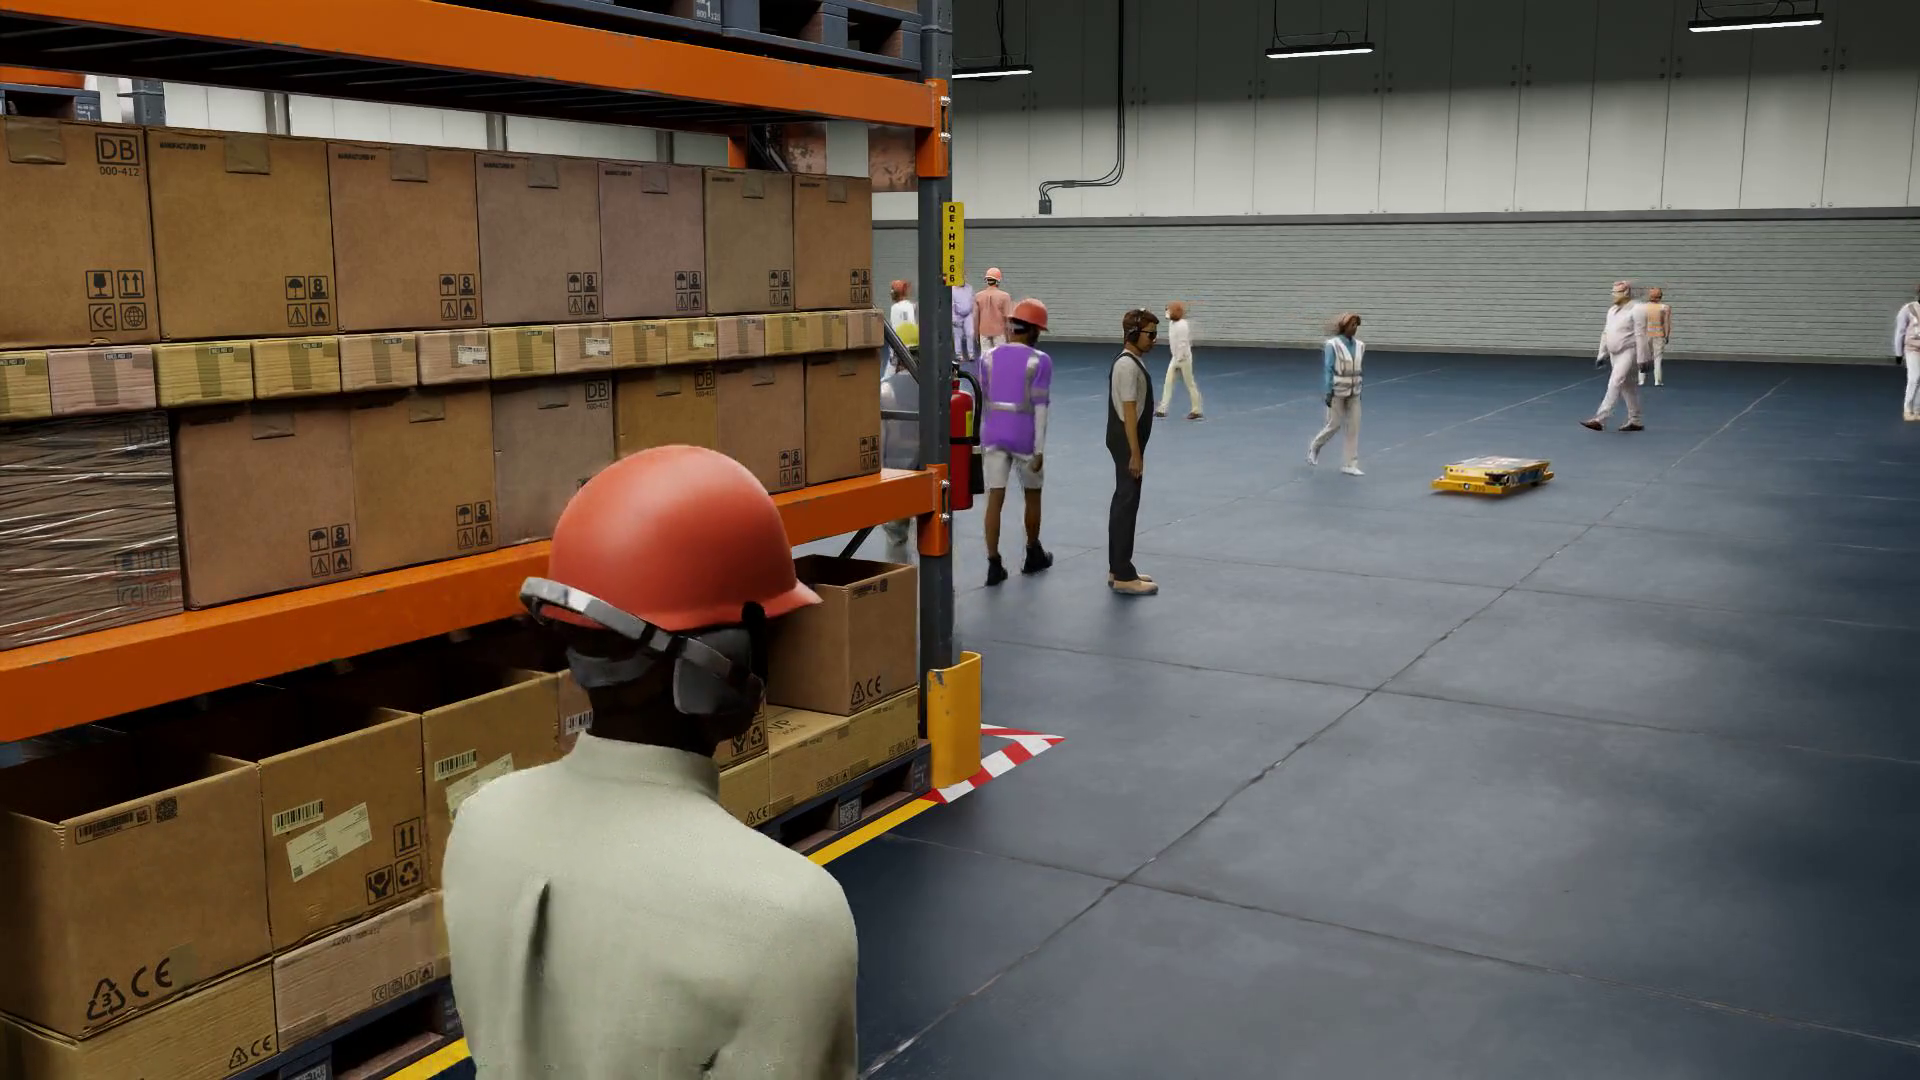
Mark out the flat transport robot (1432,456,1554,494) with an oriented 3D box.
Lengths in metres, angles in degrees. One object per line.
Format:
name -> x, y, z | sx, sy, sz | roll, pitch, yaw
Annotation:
flat transport robot -> 5.044, -0.626, 15.680 | 0.652, 0.197, 1.431 | 7, 12, 37

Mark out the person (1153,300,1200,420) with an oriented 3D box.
person -> 2.854, -2.374, 22.031 | 0.796, 1.579, 0.500 | -3, 10, -17

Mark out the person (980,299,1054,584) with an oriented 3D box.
person -> 0.406, -0.679, 11.260 | 0.574, 1.878, 0.905 | 4, 11, 23

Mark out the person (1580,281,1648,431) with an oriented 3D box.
person -> 8.108, -2.255, 20.575 | 0.997, 1.862, 0.660 | -2, 10, -10

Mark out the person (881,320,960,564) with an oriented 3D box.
person -> -0.259, -0.382, 9.751 | 0.598, 1.813, 0.755 | -3, 10, -16

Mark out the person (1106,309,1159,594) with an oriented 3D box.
person -> 1.119, -0.576, 10.804 | 0.344, 1.839, 0.505 | 0, 10, 2

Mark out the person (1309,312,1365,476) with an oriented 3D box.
person -> 3.813, -1.470, 16.654 | 0.524, 1.621, 0.613 | -5, 11, -26

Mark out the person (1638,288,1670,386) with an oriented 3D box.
person -> 11.614, -3.393, 27.882 | 0.525, 1.636, 0.307 | 5, 11, 29

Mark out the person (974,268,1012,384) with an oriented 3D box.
person -> 0.514, -3.195, 25.679 | 0.611, 1.995, 0.381 | 4, 10, 20

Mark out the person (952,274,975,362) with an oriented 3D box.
person -> 0.045, -4.559, 34.049 | 0.682, 1.866, 0.695 | -4, 10, -20

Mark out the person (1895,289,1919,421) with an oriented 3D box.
person -> 12.676, -2.452, 21.817 | 0.629, 1.822, 0.559 | 0, 10, 1

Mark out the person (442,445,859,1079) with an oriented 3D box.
person -> -0.280, 0.879, 1.870 | 0.651, 1.975, 0.547 | 8, 12, 39

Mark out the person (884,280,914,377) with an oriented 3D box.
person -> -0.753, -2.477, 21.832 | 0.483, 1.869, 0.607 | 3, 10, 17
